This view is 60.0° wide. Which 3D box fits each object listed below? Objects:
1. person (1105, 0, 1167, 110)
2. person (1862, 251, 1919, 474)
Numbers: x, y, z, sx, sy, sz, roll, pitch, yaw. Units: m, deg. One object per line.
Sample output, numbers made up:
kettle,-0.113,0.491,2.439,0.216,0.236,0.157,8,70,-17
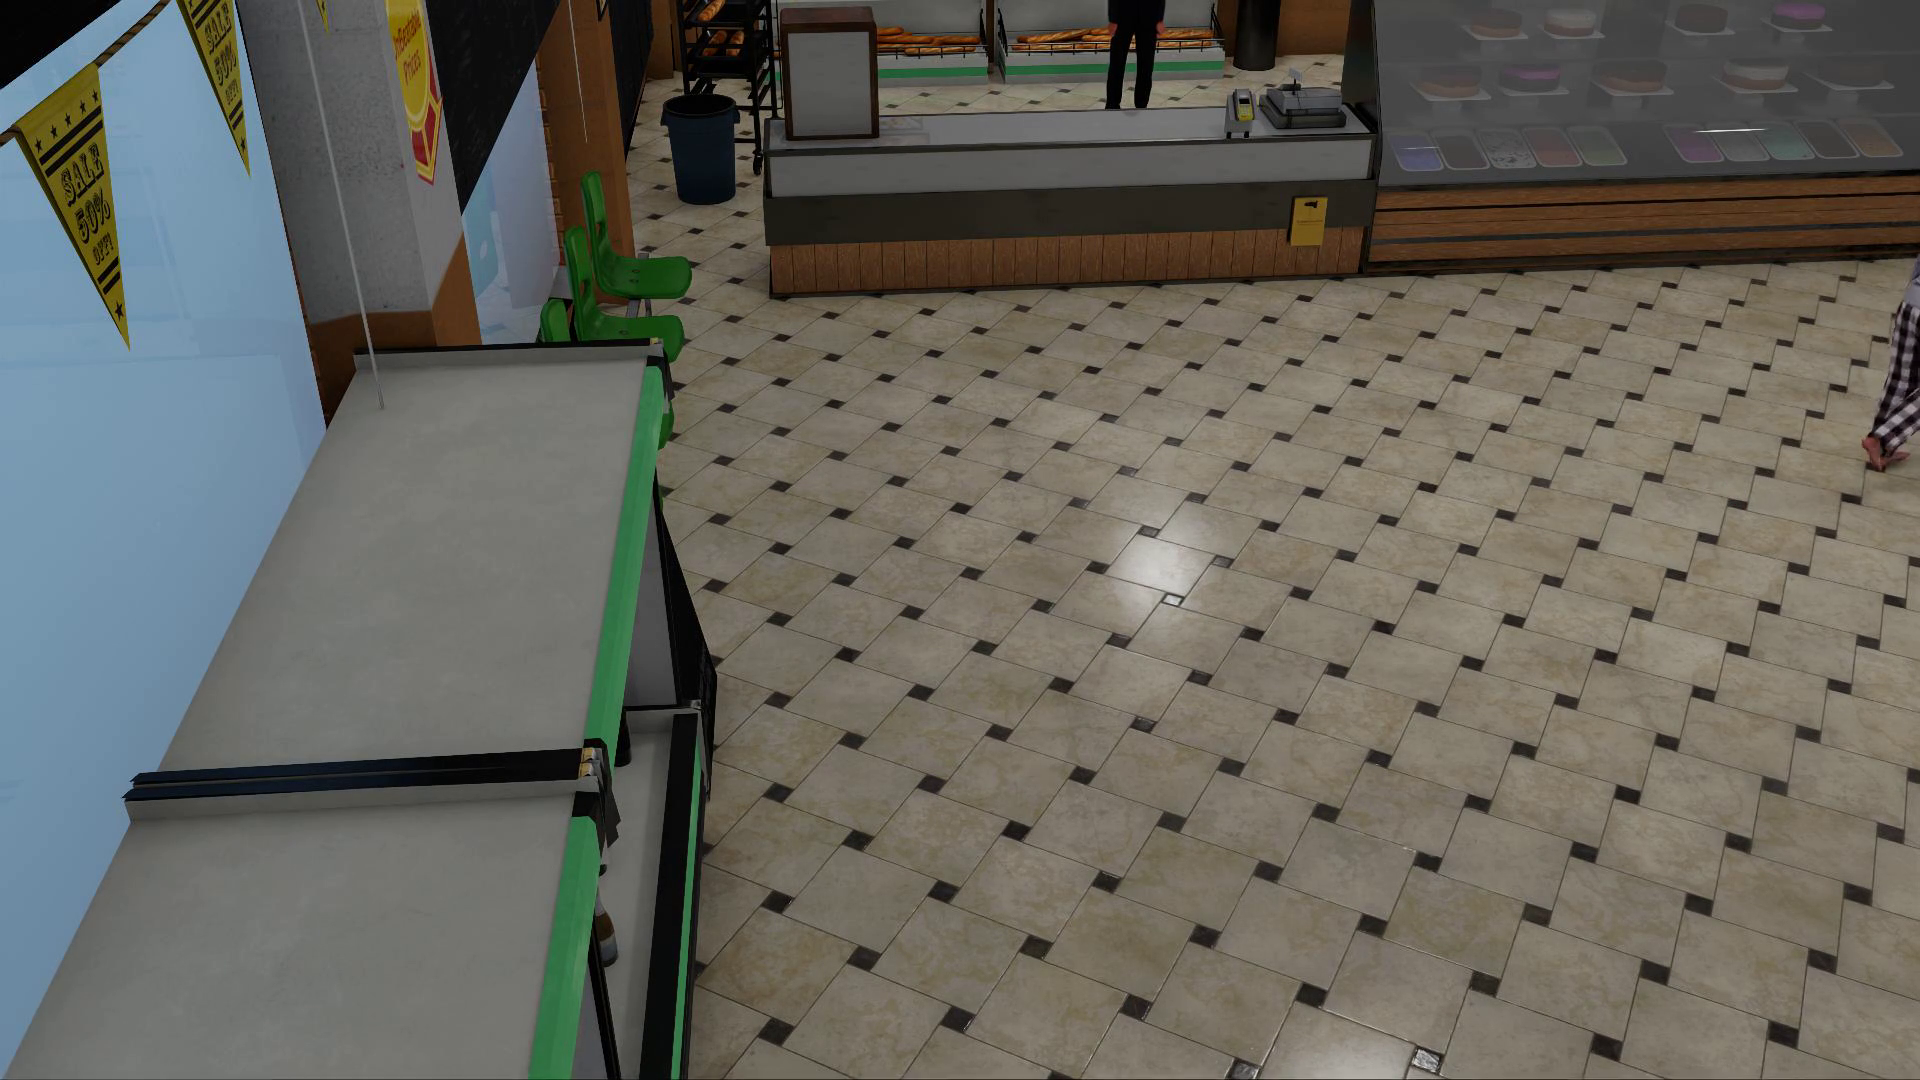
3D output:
person,1.429,-4.239,13.472,0.621,1.863,0.573,-2,32,-3
person,4.955,-1.129,8.507,0.906,1.828,0.881,-17,36,-25
